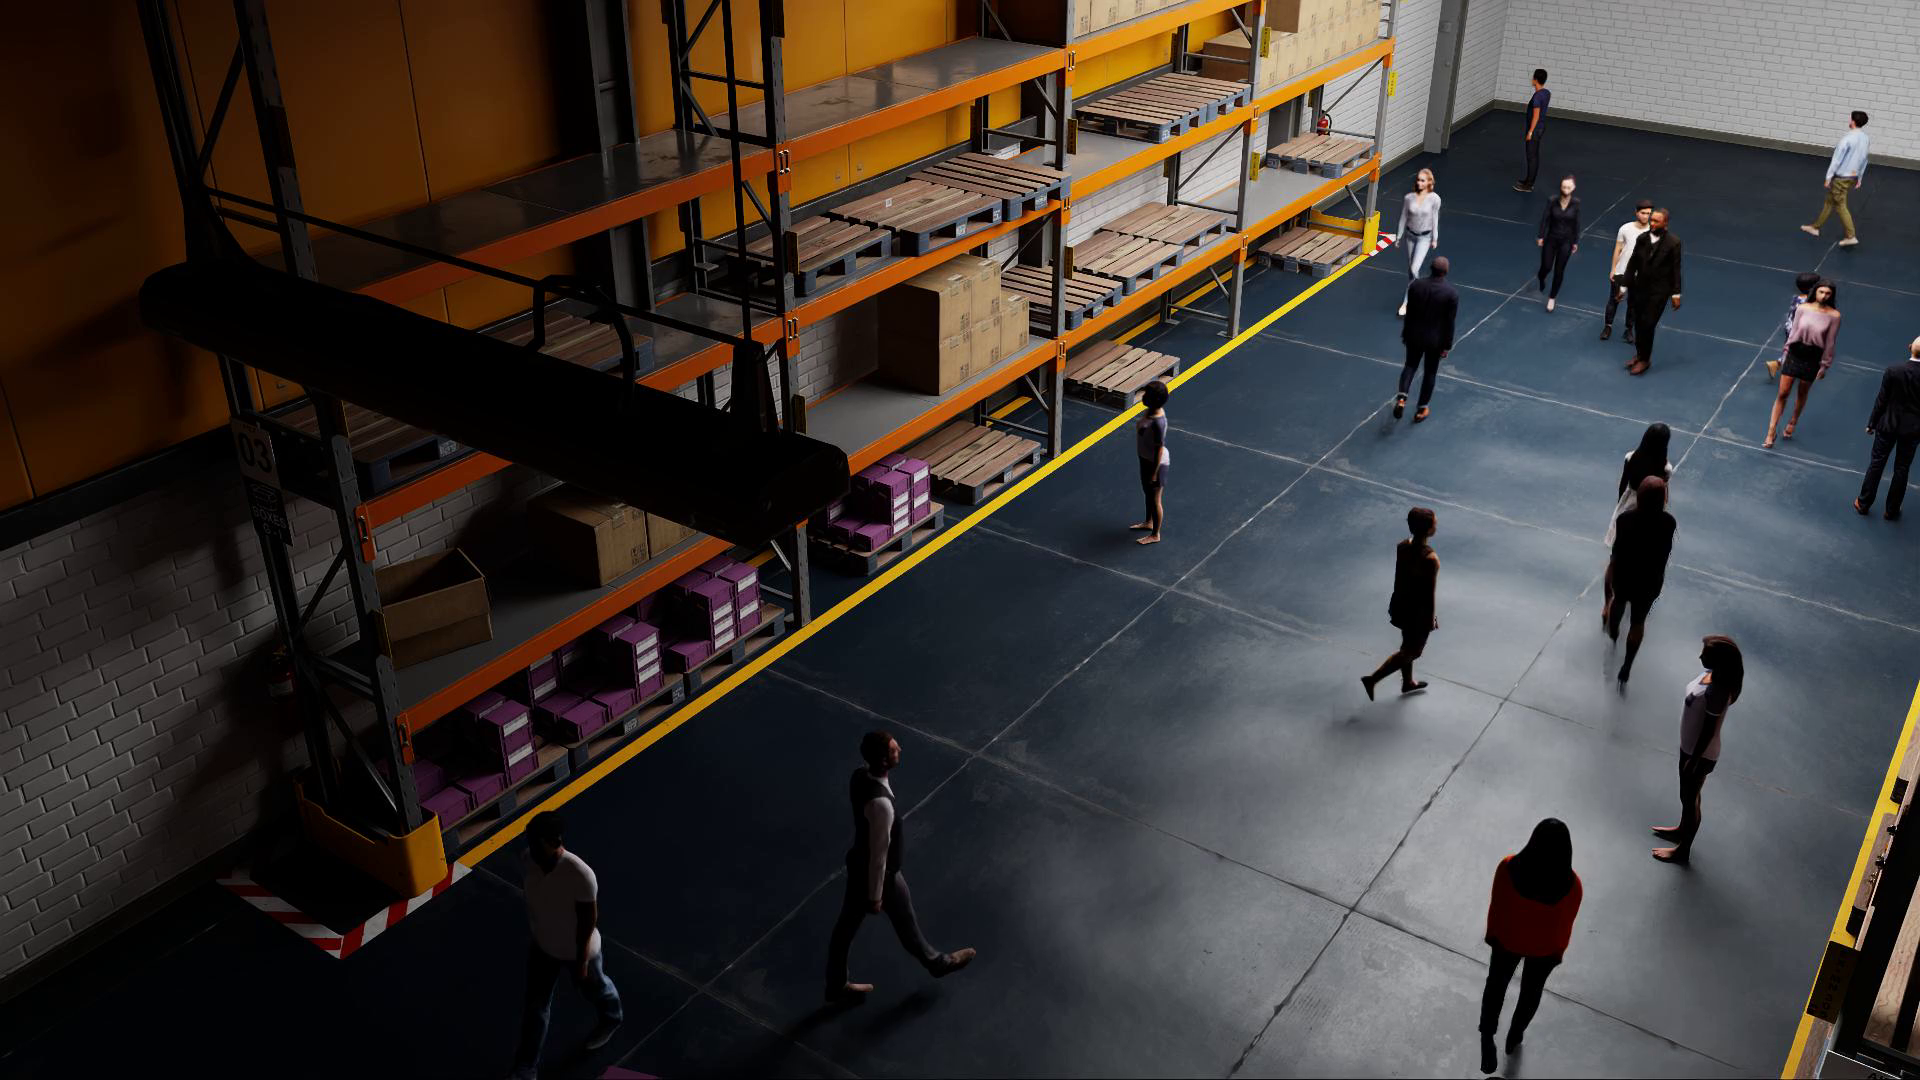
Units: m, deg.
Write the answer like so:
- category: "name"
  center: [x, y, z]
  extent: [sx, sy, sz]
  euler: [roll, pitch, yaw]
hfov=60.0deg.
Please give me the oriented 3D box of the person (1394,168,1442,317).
- category: "person"
  center: [5.607, -3.664, 20.265]
  extent: [0.624, 1.771, 0.945]
  euler: [19, 34, 31]

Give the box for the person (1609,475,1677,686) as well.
- category: "person"
  center: [5.322, 0.349, 13.032]
  extent: [0.788, 1.651, 1.165]
  euler: [10, 30, 17]

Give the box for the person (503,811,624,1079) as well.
- category: "person"
  center: [-2.165, 2.230, 9.415]
  extent: [0.751, 1.813, 1.161]
  euler: [16, 32, 26]

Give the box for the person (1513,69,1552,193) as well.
- category: "person"
  center: [8.547, -6.086, 24.686]
  extent: [0.704, 1.789, 0.474]
  euler: [17, 33, 28]

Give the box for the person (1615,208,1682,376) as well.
- category: "person"
  center: [7.777, -2.799, 18.565]
  extent: [0.912, 1.880, 0.903]
  euler: [-19, 34, -31]

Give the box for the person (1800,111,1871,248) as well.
- category: "person"
  center: [11.956, -4.821, 22.386]
  extent: [1.232, 1.770, 1.128]
  euler: [-13, 31, -22]

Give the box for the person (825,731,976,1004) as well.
- category: "person"
  center: [-0.592, 1.971, 9.803]
  extent: [1.292, 1.897, 1.121]
  euler: [-10, 30, -17]

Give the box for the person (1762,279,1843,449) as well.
- category: "person"
  center: [8.581, -1.808, 16.858]
  extent: [0.650, 1.775, 0.998]
  euler: [20, 35, 32]

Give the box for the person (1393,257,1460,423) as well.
- category: "person"
  center: [4.799, -2.041, 17.257]
  extent: [0.735, 1.802, 0.880]
  euler: [16, 33, 27]

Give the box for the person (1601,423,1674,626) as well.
- category: "person"
  center: [5.563, -0.104, 13.784]
  extent: [0.618, 1.727, 1.156]
  euler: [19, 34, 31]

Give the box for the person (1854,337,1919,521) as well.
- category: "person"
  center: [8.731, -1.050, 15.443]
  extent: [0.692, 1.800, 0.583]
  euler: [16, 33, 27]

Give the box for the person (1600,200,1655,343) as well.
- category: "person"
  center: [7.824, -3.149, 19.381]
  extent: [0.680, 1.714, 0.620]
  euler: [11, 31, 20]

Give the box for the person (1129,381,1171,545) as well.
- category: "person"
  center: [1.752, -0.725, 15.092]
  extent: [0.712, 1.565, 0.637]
  euler: [-2, 29, -3]

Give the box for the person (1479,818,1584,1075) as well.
- category: "person"
  center: [3.170, 2.315, 9.343]
  extent: [0.699, 1.734, 0.942]
  euler: [14, 31, 23]

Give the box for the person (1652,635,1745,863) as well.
- category: "person"
  center: [4.933, 1.376, 11.072]
  extent: [0.699, 1.725, 0.545]
  euler: [12, 31, 20]

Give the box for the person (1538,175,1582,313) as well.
- category: "person"
  center: [7.286, -3.637, 20.292]
  extent: [0.757, 1.698, 0.860]
  euler: [6, 29, 11]

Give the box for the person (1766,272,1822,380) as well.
- category: "person"
  center: [9.234, -2.352, 18.416]
  extent: [0.829, 1.239, 0.755]
  euler: [-7, 29, -12]

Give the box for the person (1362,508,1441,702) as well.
- category: "person"
  center: [3.394, 0.532, 12.689]
  extent: [1.014, 1.659, 0.864]
  euler: [-12, 31, -21]
